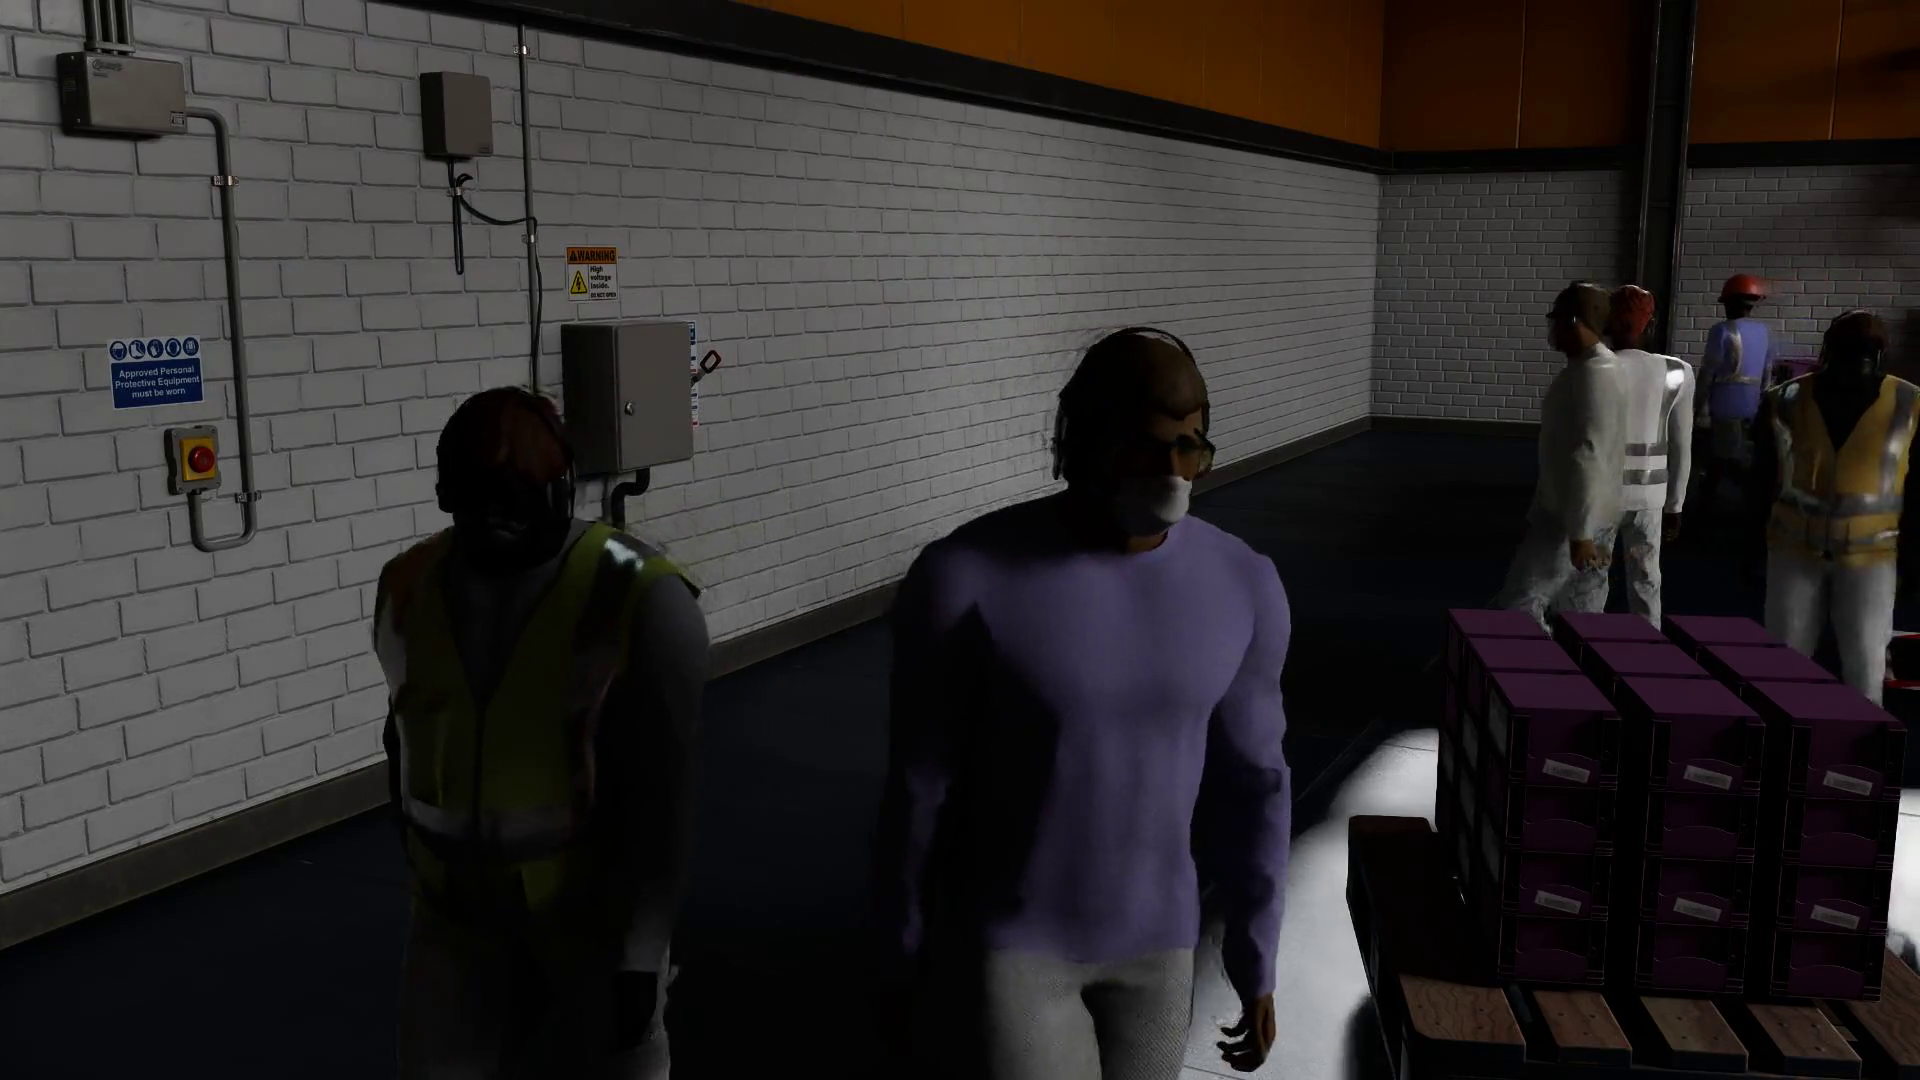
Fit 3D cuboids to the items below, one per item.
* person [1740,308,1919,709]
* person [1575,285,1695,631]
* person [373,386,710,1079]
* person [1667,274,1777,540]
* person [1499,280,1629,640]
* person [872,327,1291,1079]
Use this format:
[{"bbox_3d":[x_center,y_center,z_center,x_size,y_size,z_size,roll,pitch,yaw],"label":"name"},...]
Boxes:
[{"bbox_3d":[3.288,0.044,6.274,0.650,1.831,0.469,6,12,33],"label":"person"},{"bbox_3d":[2.883,-0.165,7.290,0.574,1.883,0.356,1,10,7],"label":"person"},{"bbox_3d":[-0.742,0.660,2.741,0.624,1.800,0.849,2,10,11],"label":"person"},{"bbox_3d":[5.388,-0.881,11.428,0.563,1.890,0.954,-5,11,-28],"label":"person"},{"bbox_3d":[2.364,-0.070,6.667,0.533,1.903,0.652,2,10,13],"label":"person"},{"bbox_3d":[0.210,0.642,2.513,0.644,1.912,0.570,-3,10,-19],"label":"person"}]
